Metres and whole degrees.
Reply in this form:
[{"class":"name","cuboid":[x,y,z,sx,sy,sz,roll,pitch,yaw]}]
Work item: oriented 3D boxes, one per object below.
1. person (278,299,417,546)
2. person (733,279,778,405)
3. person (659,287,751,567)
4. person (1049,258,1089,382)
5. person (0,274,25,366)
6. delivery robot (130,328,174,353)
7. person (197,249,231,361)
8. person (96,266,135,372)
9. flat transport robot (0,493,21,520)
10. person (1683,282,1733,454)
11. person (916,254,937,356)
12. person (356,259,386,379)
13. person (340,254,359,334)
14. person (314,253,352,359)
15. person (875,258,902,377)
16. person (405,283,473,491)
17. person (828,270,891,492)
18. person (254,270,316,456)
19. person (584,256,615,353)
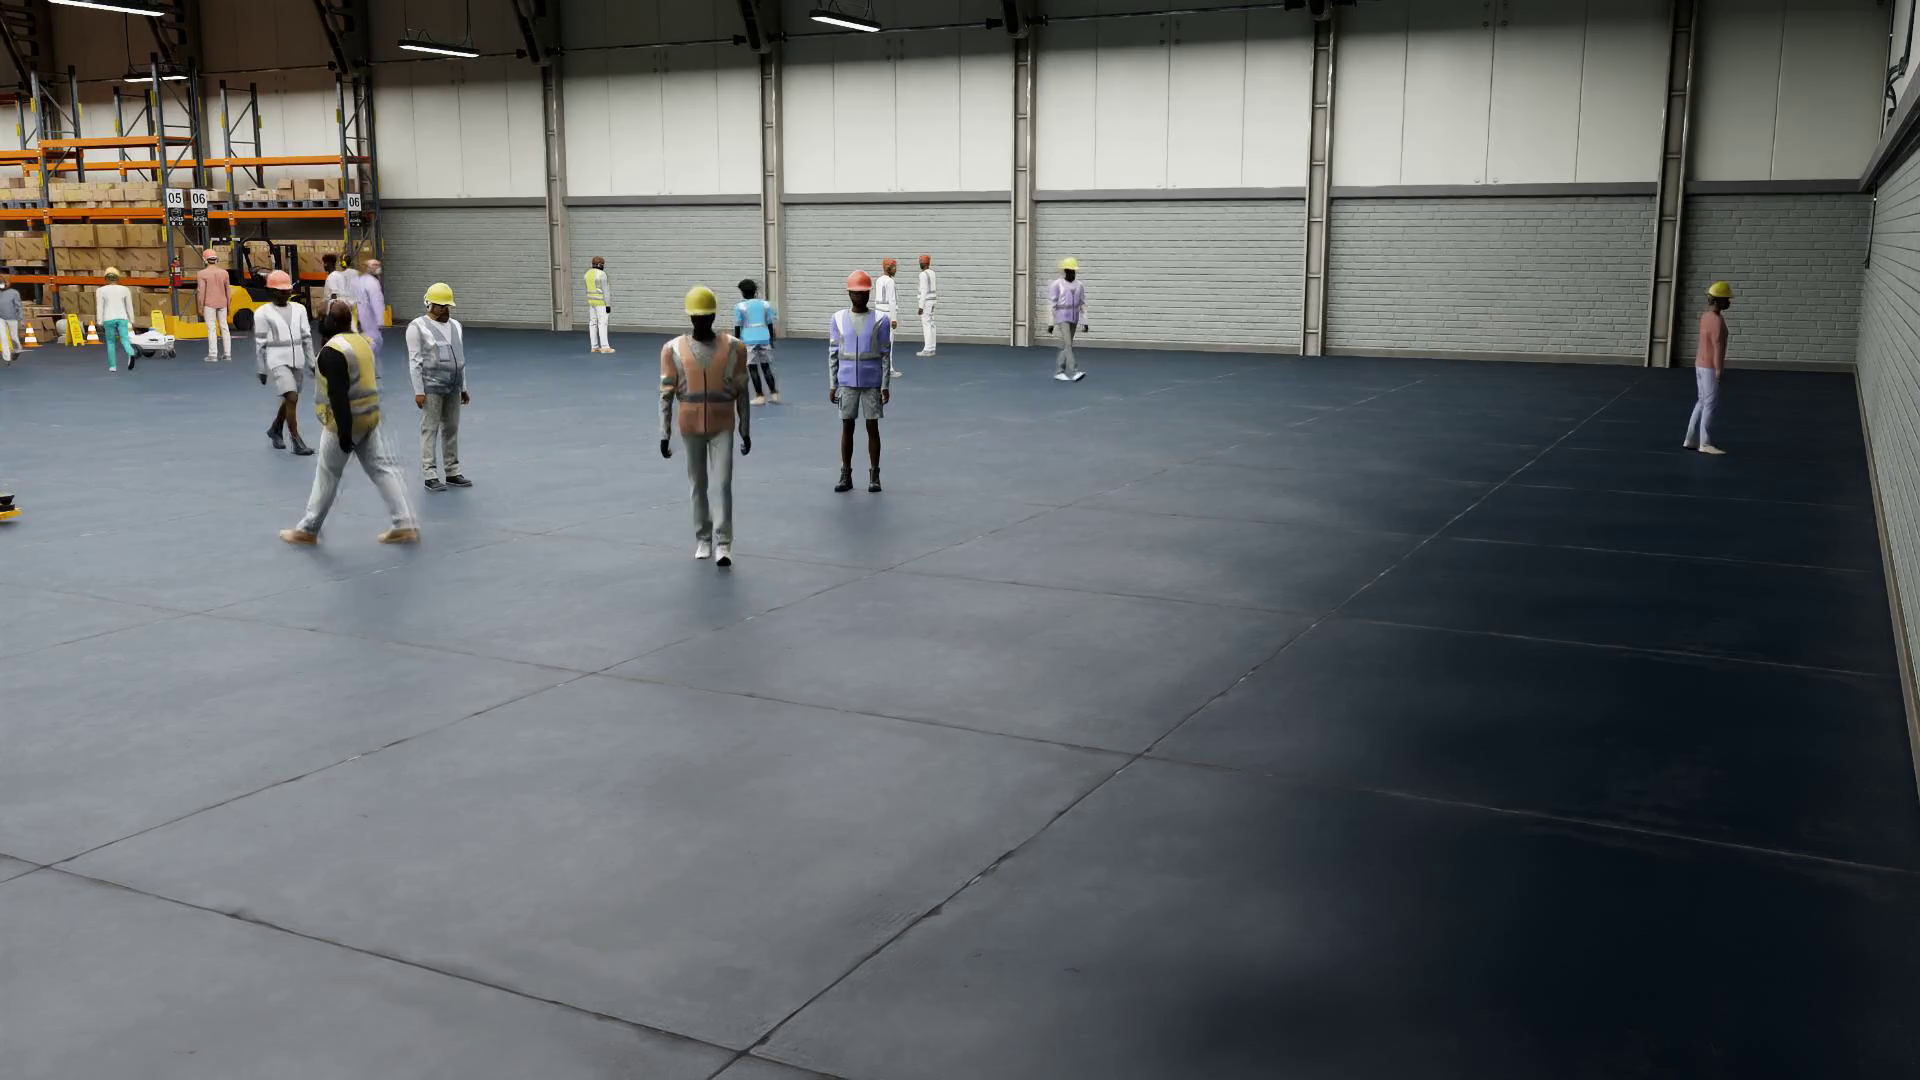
[{"class":"person","cuboid":[-4.435,-0.839,12.027,0.974,1.787,0.647,1,10,5]},{"class":"person","cuboid":[-2.717,-2.607,21.975,0.565,1.673,0.350,-7,12,-32]},{"class":"person","cuboid":[-1.733,-0.753,11.276,0.616,1.883,0.934,-1,10,-5]},{"class":"person","cuboid":[1.732,-3.355,25.442,0.612,1.884,0.925,-7,13,-34]},{"class":"person","cuboid":[-16.531,-3.834,28.891,0.509,1.598,0.696,-4,11,-20]},{"class":"delivery robot","cuboid":[-14.736,-3.632,30.350,0.707,0.478,0.477,1,10,6]},{"class":"person","cuboid":[-13.305,-4.182,29.672,0.381,1.994,0.622,7,13,34]},{"class":"person","cuboid":[-13.830,-3.612,27.275,0.556,1.737,0.671,-8,13,-36]},{"class":"flat transport robot","cuboid":[-8.135,-0.228,12.815,1.431,0.197,0.652,0,10,1]},{"class":"person","cuboid":[7.749,-1.766,17.183,0.350,1.764,0.565,1,10,5]},{"class":"person","cuboid":[-0.623,-4.381,31.060,0.358,1.885,0.574,4,11,21]},{"class":"person","cuboid":[-9.197,-3.430,25.932,0.487,1.866,0.662,-6,12,-31]},{"class":"person","cuboid":[-12.323,-4.823,33.554,0.438,1.853,0.558,3,11,17]},{"class":"person","cuboid":[-11.288,-4.225,30.132,1.008,1.921,0.621,-1,10,-3]},{"class":"person","cuboid":[-1.155,-3.530,26.413,0.341,1.884,0.585,-5,11,-25]},{"class":"person","cuboid":[-4.587,-1.353,14.718,0.403,1.824,0.586,6,12,30]},{"class":"person","cuboid":[-0.880,-1.381,14.555,0.552,1.938,0.357,1,10,6]},{"class":"person","cuboid":[-7.009,-1.841,17.186,0.946,1.901,0.546,8,13,36]},{"class":"person","cuboid":[-6.890,-4.491,31.790,0.625,1.841,0.429,8,13,38]}]
